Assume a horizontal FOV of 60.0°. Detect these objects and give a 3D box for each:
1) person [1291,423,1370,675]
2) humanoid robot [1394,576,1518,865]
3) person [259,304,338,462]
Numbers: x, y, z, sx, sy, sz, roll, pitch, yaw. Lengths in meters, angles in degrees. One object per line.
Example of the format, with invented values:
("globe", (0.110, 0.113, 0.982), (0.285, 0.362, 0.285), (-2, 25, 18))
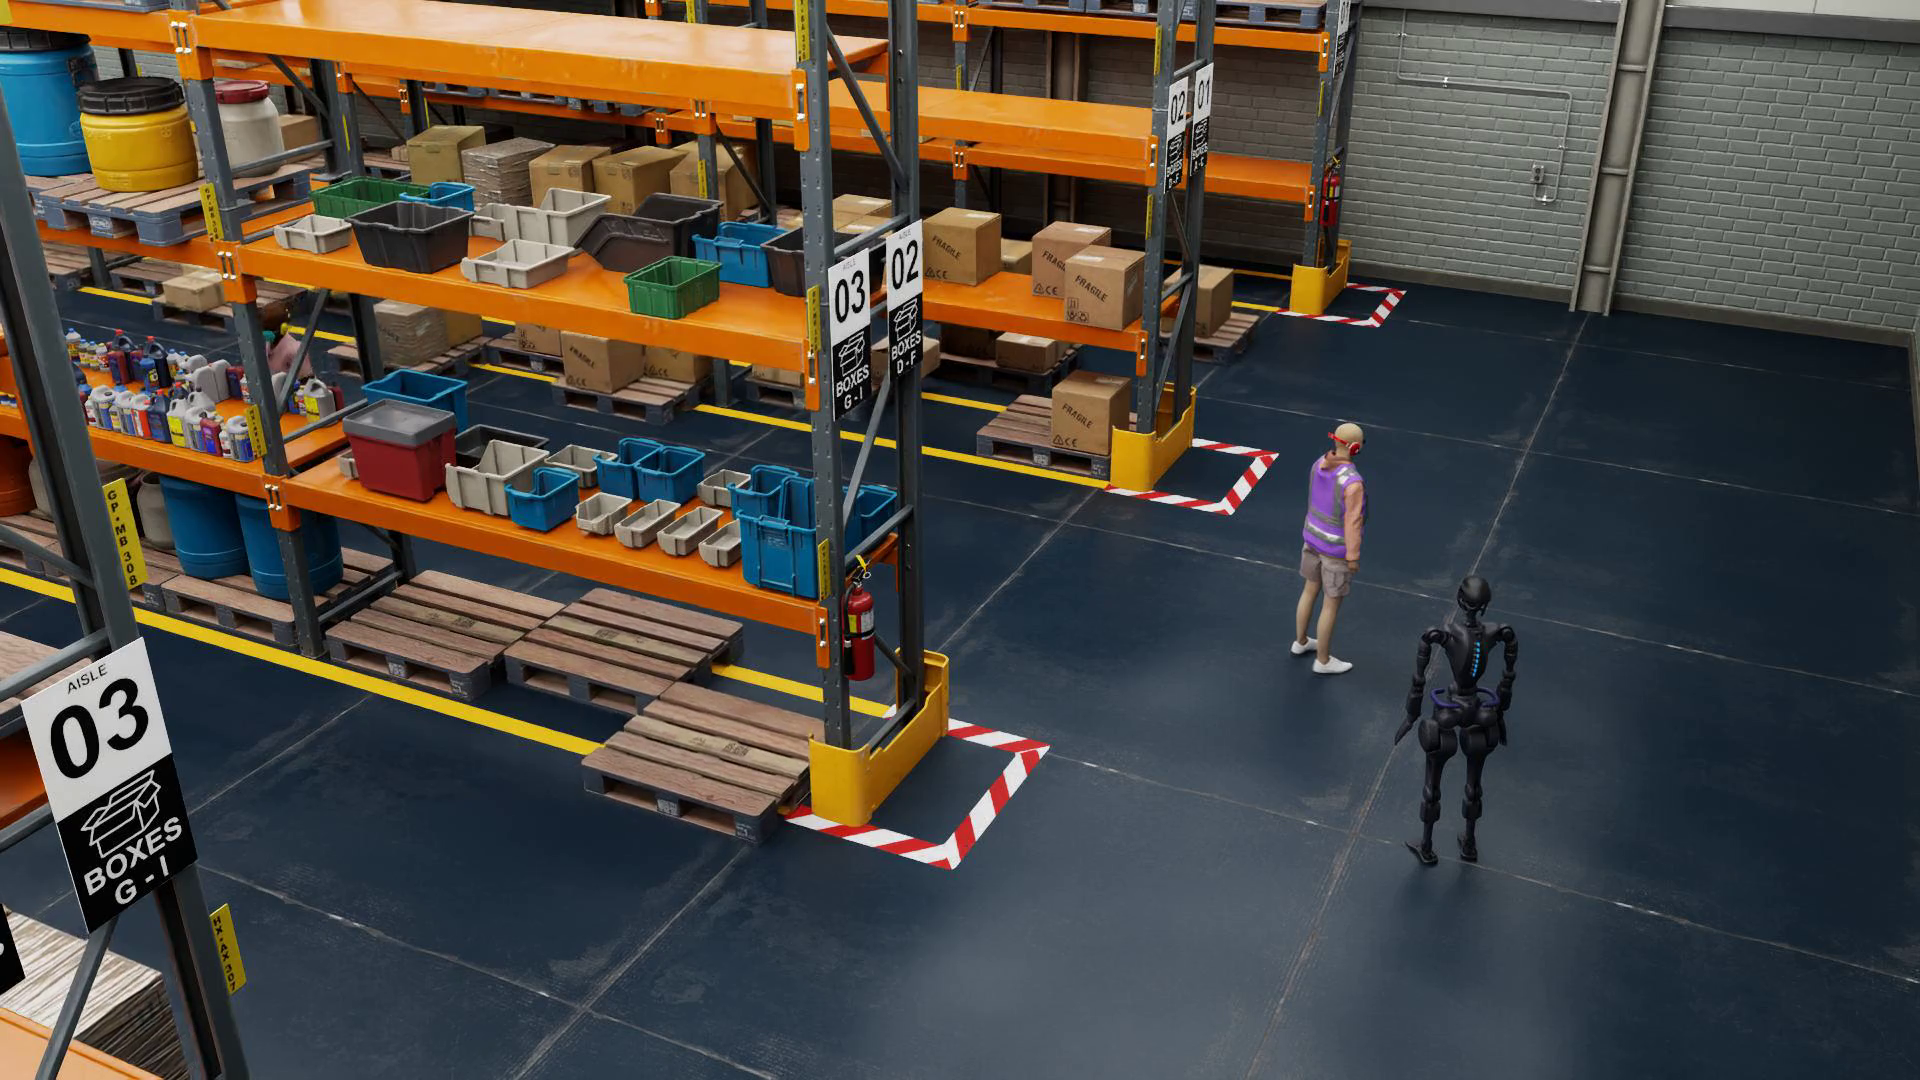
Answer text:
("person", (2.366, 0.048, 10.609), (0.349, 1.688, 0.491), (-11, 28, -21))
("humanoid robot", (2.621, 0.947, 8.780), (0.599, 1.657, 0.315), (-1, 26, -3))
("person", (-5.042, -0.957, 12.570), (0.811, 1.759, 0.568), (-22, 34, -37))
